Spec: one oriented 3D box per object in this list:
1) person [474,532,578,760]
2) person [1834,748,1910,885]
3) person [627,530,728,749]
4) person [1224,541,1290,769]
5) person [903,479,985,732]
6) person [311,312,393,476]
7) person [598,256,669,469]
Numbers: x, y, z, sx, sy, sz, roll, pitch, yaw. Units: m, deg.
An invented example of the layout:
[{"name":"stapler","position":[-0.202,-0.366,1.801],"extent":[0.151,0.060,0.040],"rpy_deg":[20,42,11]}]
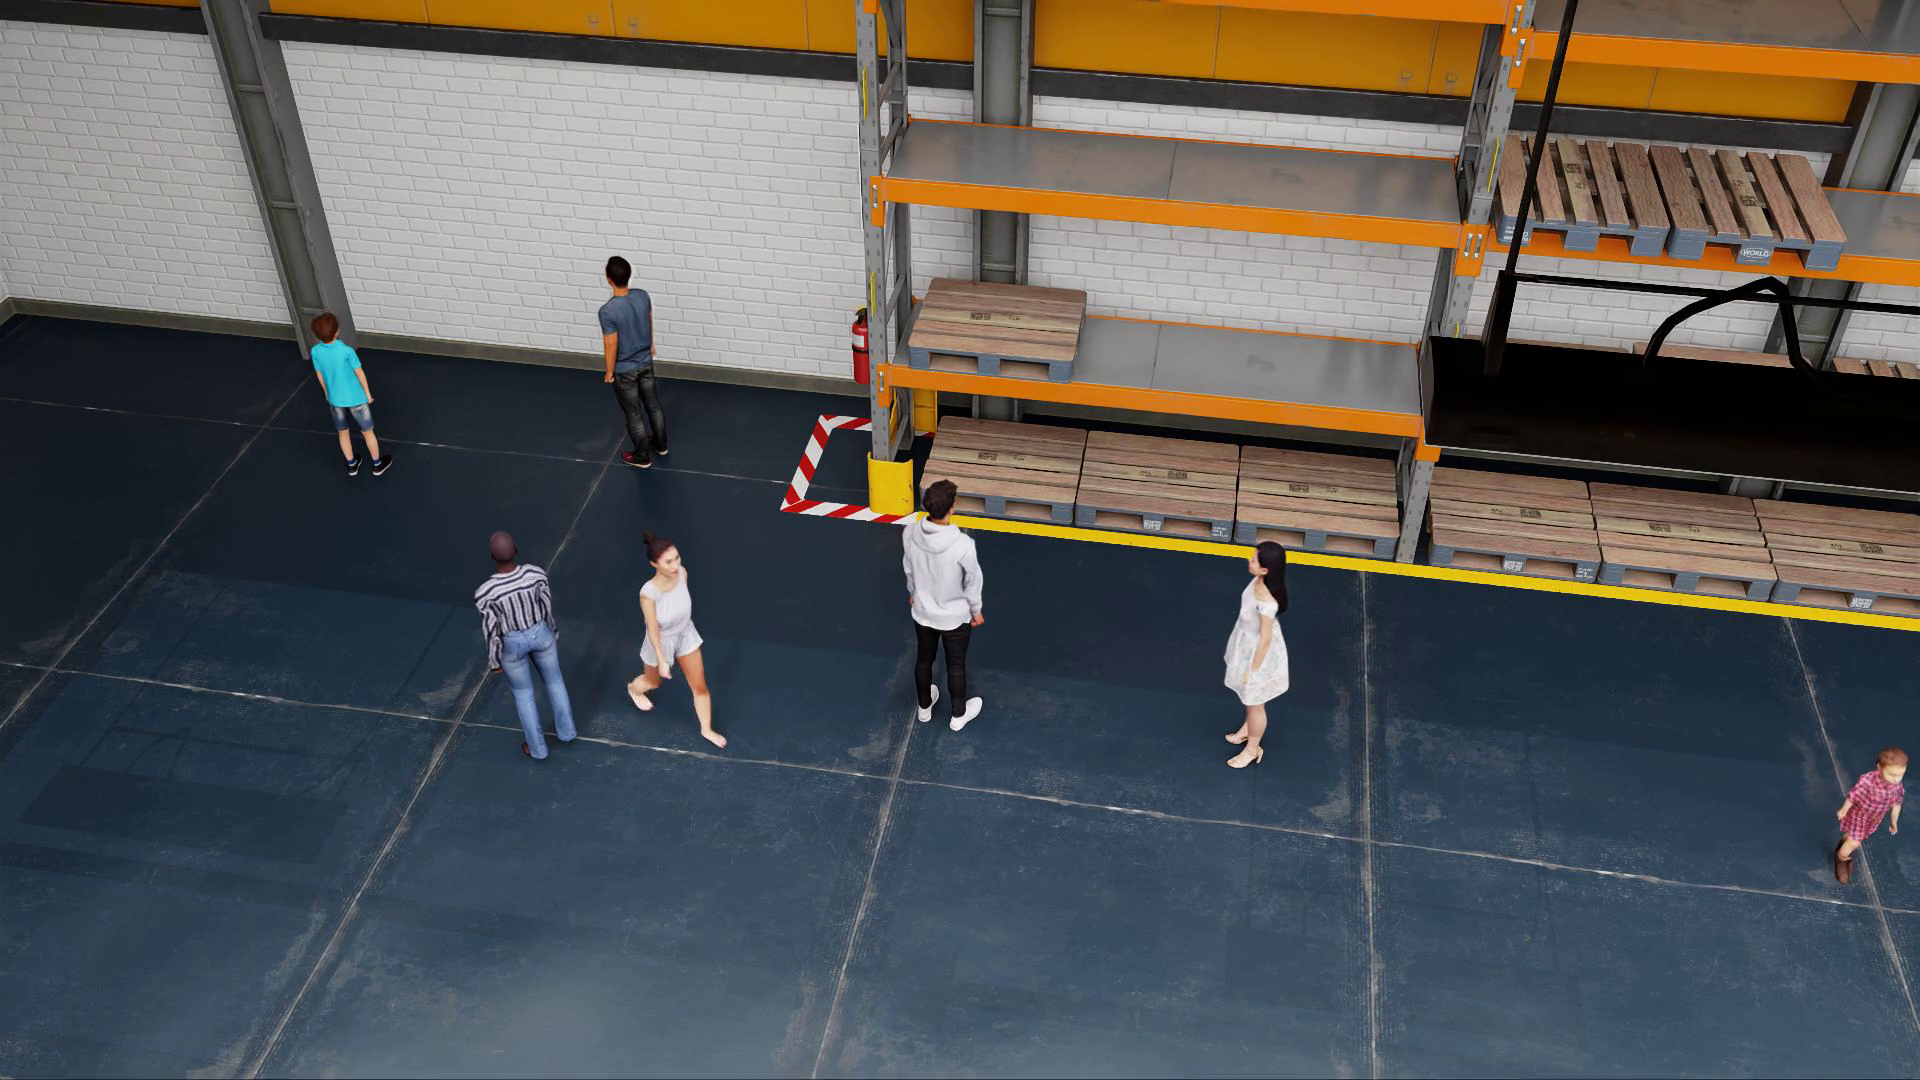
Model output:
[{"name":"person","position":[-2.711,0.670,10.402],"extent":[0.696,1.795,0.753],"rpy_deg":[-24,44,-27]},{"name":"person","position":[5.388,1.569,9.903],"extent":[0.471,1.013,0.545],"rpy_deg":[-5,39,-6]},{"name":"person","position":[-1.914,0.625,10.636],"extent":[1.107,1.573,0.890],"rpy_deg":[27,46,30]},{"name":"person","position":[1.840,0.718,10.360],"extent":[0.618,1.774,0.636],"rpy_deg":[6,39,7]},{"name":"person","position":[-0.118,0.428,10.597],"extent":[0.611,1.931,0.785],"rpy_deg":[14,41,17]},{"name":"person","position":[-4.781,-1.138,12.943],"extent":[0.456,1.449,0.601],"rpy_deg":[2,39,2]},{"name":"person","position":[-2.557,-1.386,12.965],"extent":[0.705,1.809,0.732],"rpy_deg":[25,45,28]}]
